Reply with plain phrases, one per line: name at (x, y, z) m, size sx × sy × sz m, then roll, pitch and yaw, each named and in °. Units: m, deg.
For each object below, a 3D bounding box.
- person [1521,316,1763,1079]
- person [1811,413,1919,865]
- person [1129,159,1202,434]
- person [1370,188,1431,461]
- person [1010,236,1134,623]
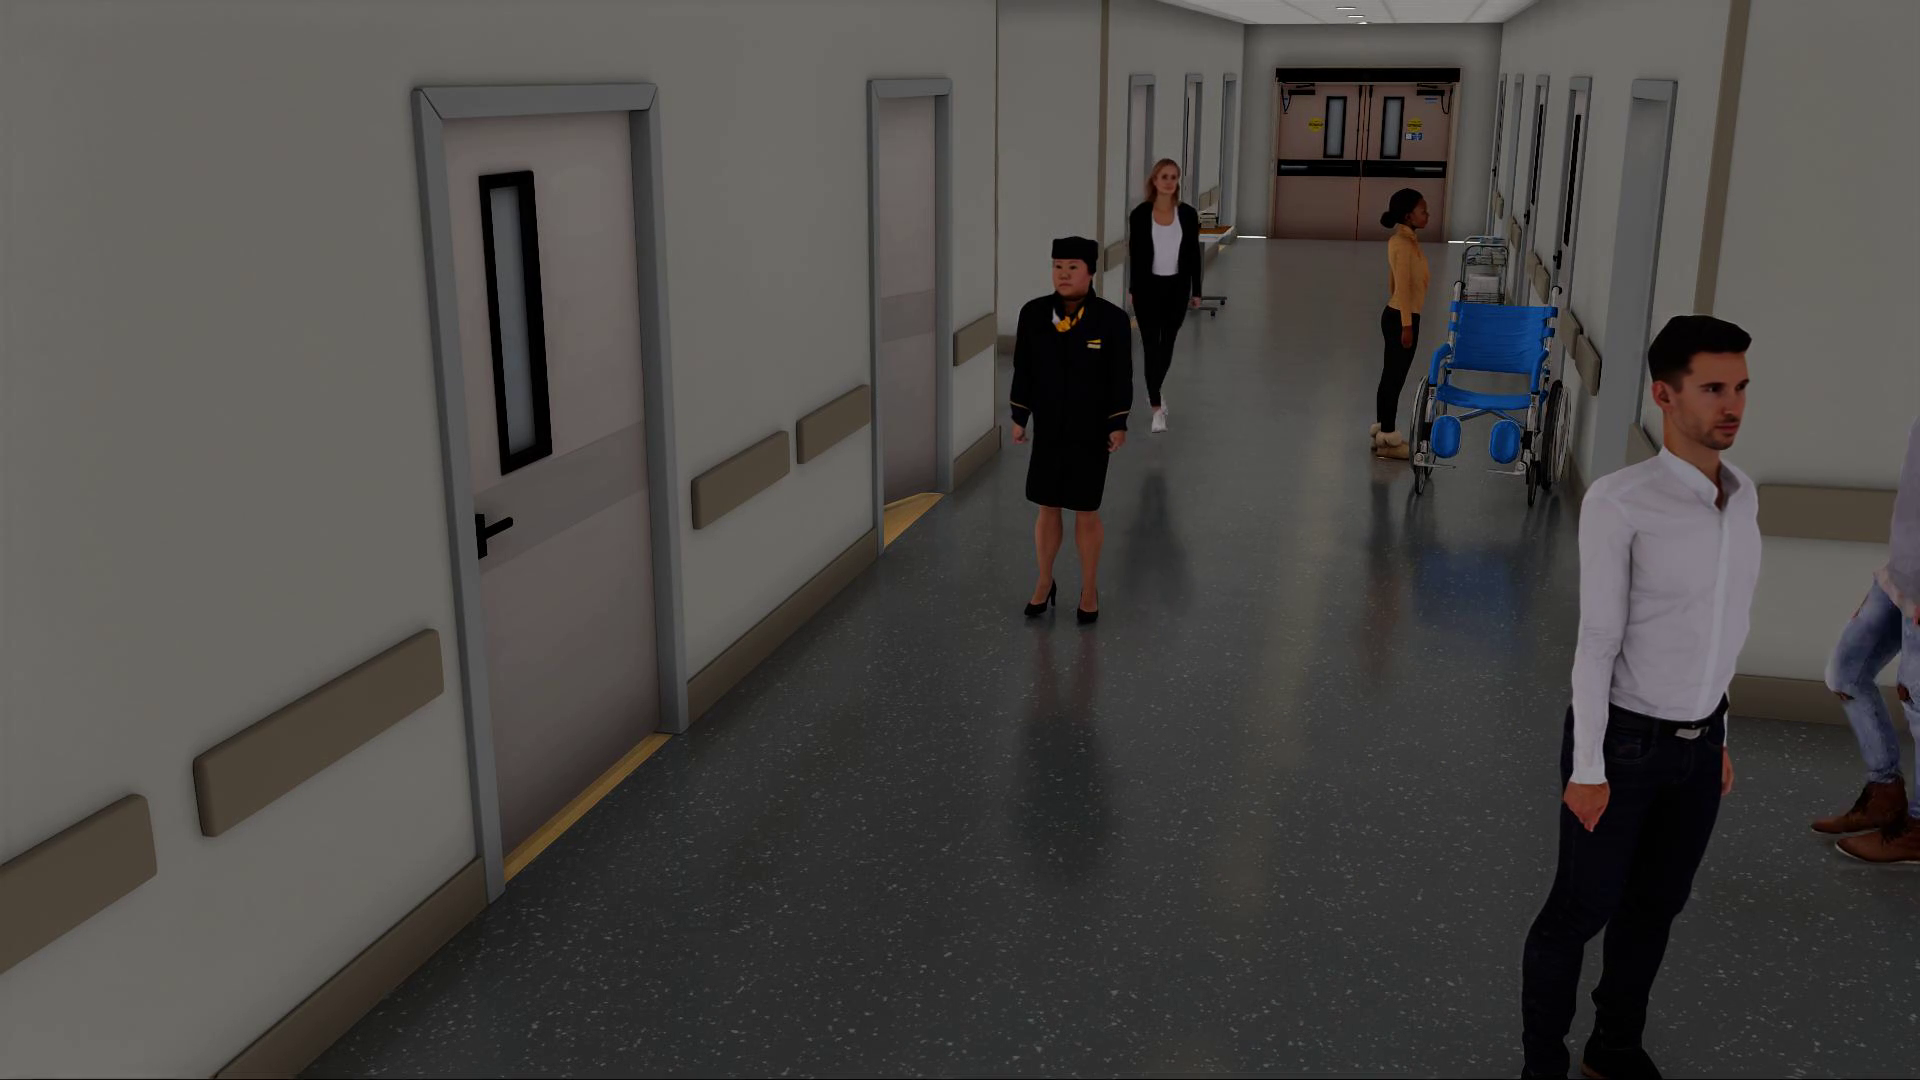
person at (1.515, 0.426, 3.677) m, size 0.713 × 1.868 × 0.753 m, roll -7°, pitch 17°, yaw -22°
person at (2.944, 0.108, 4.872) m, size 0.781 × 1.831 × 0.572 m, roll 3°, pitch 16°, yaw 10°
person at (1.342, -1.619, 11.143) m, size 0.913 × 1.752 × 1.275 m, roll -1°, pitch 16°, yaw -5°
person at (2.741, -1.353, 10.370) m, size 0.668 × 1.660 × 0.529 m, roll 2°, pitch 16°, yaw 8°
person at (0.487, -0.477, 7.244) m, size 0.721 × 1.671 × 0.662 m, roll 7°, pitch 17°, yaw 22°
